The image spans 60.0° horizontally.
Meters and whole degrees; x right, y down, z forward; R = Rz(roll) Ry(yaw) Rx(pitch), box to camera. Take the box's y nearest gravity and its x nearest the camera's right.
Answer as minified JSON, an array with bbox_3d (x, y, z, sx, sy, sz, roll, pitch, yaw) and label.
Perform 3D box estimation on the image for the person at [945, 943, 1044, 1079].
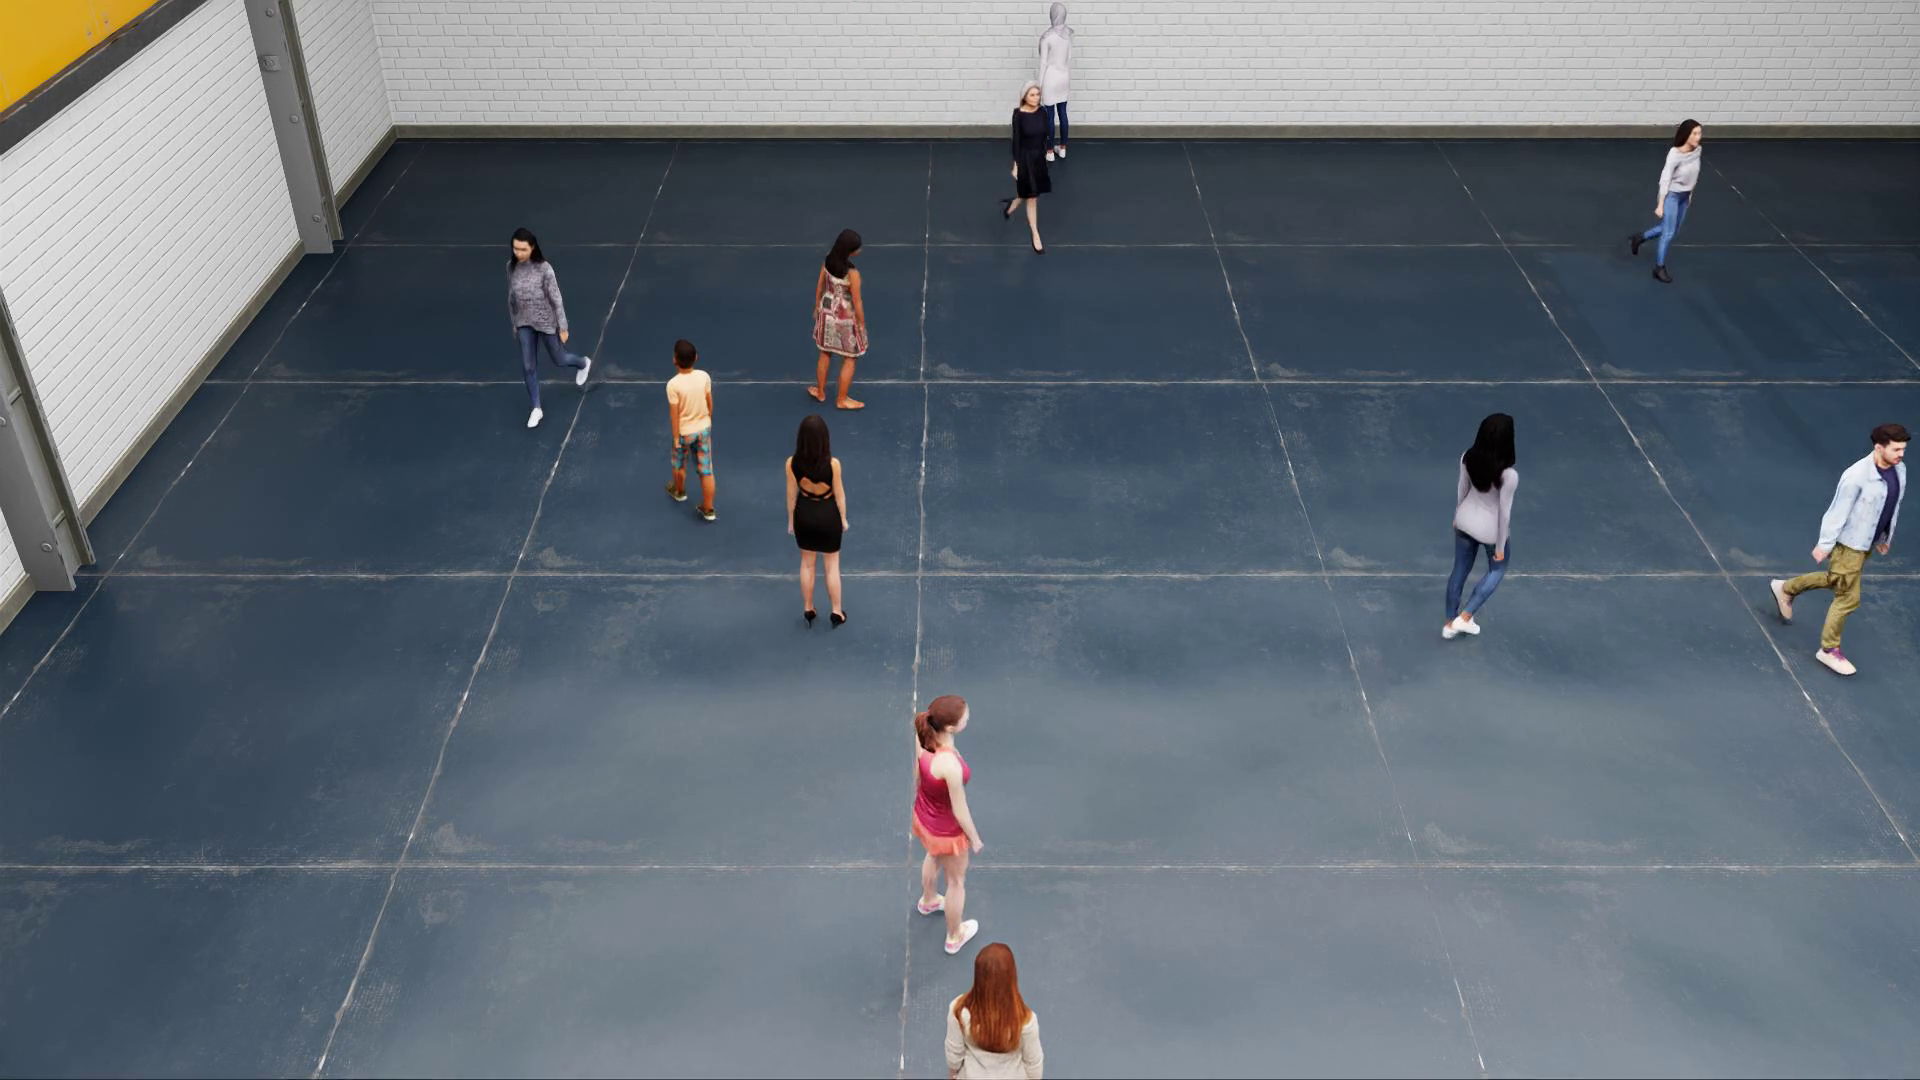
[{"bbox_3d":[0.152,2.448,7.424,0.652,1.713,0.622,7,34,10],"label":"person"}]

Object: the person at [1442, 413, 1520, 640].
[{"bbox_3d":[3.419,-0.032,11.147,0.812,1.723,0.726,-22,39,-29],"label":"person"}]

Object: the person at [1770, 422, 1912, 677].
[{"bbox_3d":[5.882,-0.027,11.083,1.013,1.786,1.199,-17,37,-24],"label":"person"}]

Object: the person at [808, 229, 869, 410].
[{"bbox_3d":[-1.074,-1.873,14.009,0.825,1.622,0.860,18,38,25],"label":"person"}]

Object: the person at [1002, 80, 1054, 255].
[{"bbox_3d":[0.668,-3.791,16.800,0.907,1.725,1.075,-19,38,-26],"label":"person"}]

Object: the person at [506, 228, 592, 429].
[{"bbox_3d":[-3.456,-1.834,13.877,0.850,1.702,1.124,11,35,16],"label":"person"}]

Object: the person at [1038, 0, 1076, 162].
[{"bbox_3d":[1.088,-5.199,18.874,0.691,1.776,0.708,-20,39,-27],"label":"person"}]

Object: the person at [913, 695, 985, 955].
[{"bbox_3d":[-0.113,1.524,8.787,0.810,1.745,0.717,-23,40,-30],"label":"person"}]

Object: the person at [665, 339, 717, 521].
[{"bbox_3d":[-1.989,-0.796,12.551,0.800,1.441,0.925,-20,38,-27],"label":"person"}]

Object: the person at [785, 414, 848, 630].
[{"bbox_3d":[-0.976,-0.107,11.329,0.578,1.647,0.520,5,34,8],"label":"person"}]

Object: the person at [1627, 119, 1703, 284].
[{"bbox_3d":[6.893,-3.332,16.212,0.875,1.612,0.994,-19,38,-26],"label":"person"}]
